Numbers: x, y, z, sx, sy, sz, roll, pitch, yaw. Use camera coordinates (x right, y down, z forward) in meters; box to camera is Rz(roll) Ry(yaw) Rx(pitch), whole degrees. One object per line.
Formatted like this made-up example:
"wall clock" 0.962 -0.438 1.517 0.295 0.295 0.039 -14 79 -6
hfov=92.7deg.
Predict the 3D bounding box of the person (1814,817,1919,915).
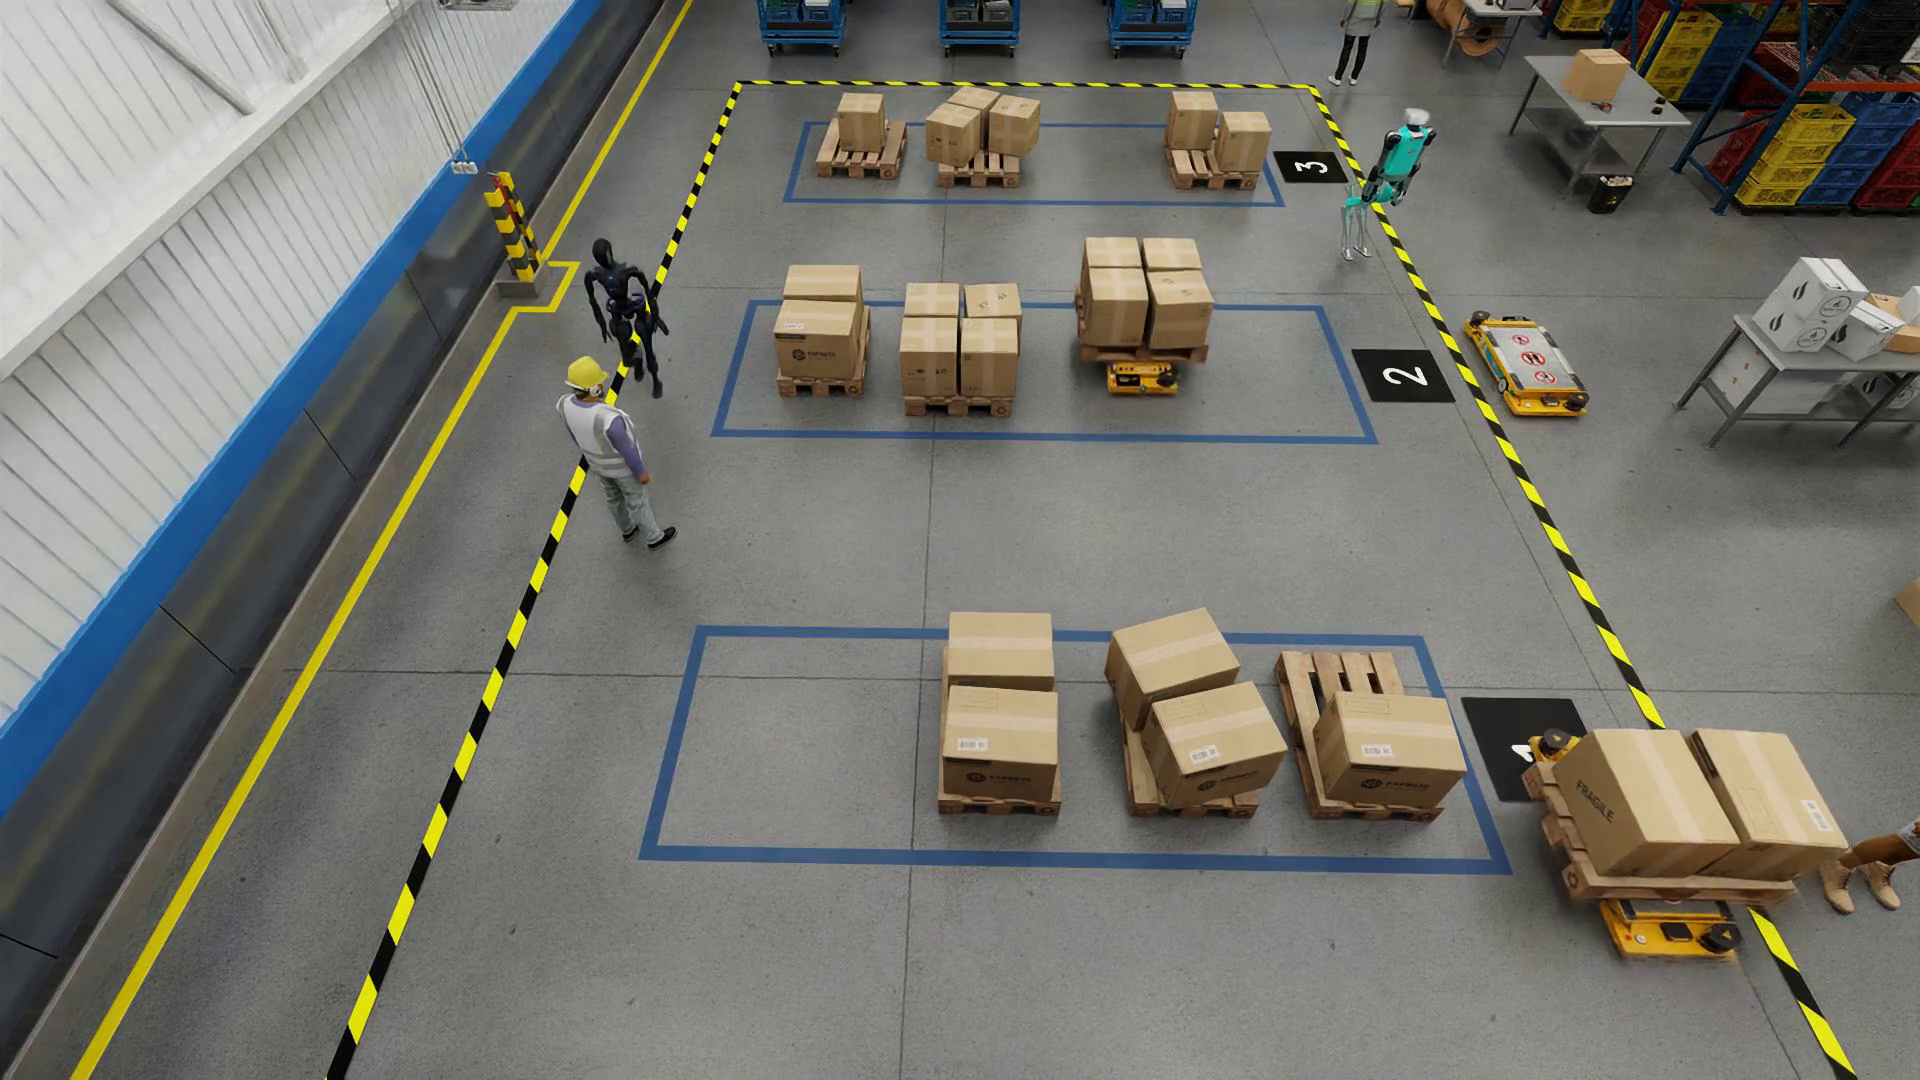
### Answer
"person" 5.652 1.549 5.022 0.614 2.039 0.388 -2 49 -2

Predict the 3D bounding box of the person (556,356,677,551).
"person" -2.644 -0.625 7.045 0.588 1.823 0.403 22 53 18

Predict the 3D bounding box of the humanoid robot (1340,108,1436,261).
"humanoid robot" 4.462 -3.850 9.806 0.533 1.677 0.735 -11 50 -9

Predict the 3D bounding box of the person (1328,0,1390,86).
"person" 5.653 -7.360 12.857 0.590 1.852 0.365 -1 49 -1

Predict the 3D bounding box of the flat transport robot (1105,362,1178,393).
"flat transport robot" 1.778 -2.019 9.263 0.652 0.197 1.431 1 49 1

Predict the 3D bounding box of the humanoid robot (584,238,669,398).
"humanoid robot" -3.006 -2.047 8.378 0.608 1.645 0.407 -8 50 -7

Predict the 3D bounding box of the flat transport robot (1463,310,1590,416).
"flat transport robot" 5.573 -1.757 9.054 0.659 0.231 1.431 1 49 1

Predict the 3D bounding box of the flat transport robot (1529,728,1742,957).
"flat transport robot" 4.289 1.892 5.877 0.652 0.197 1.431 1 49 1
